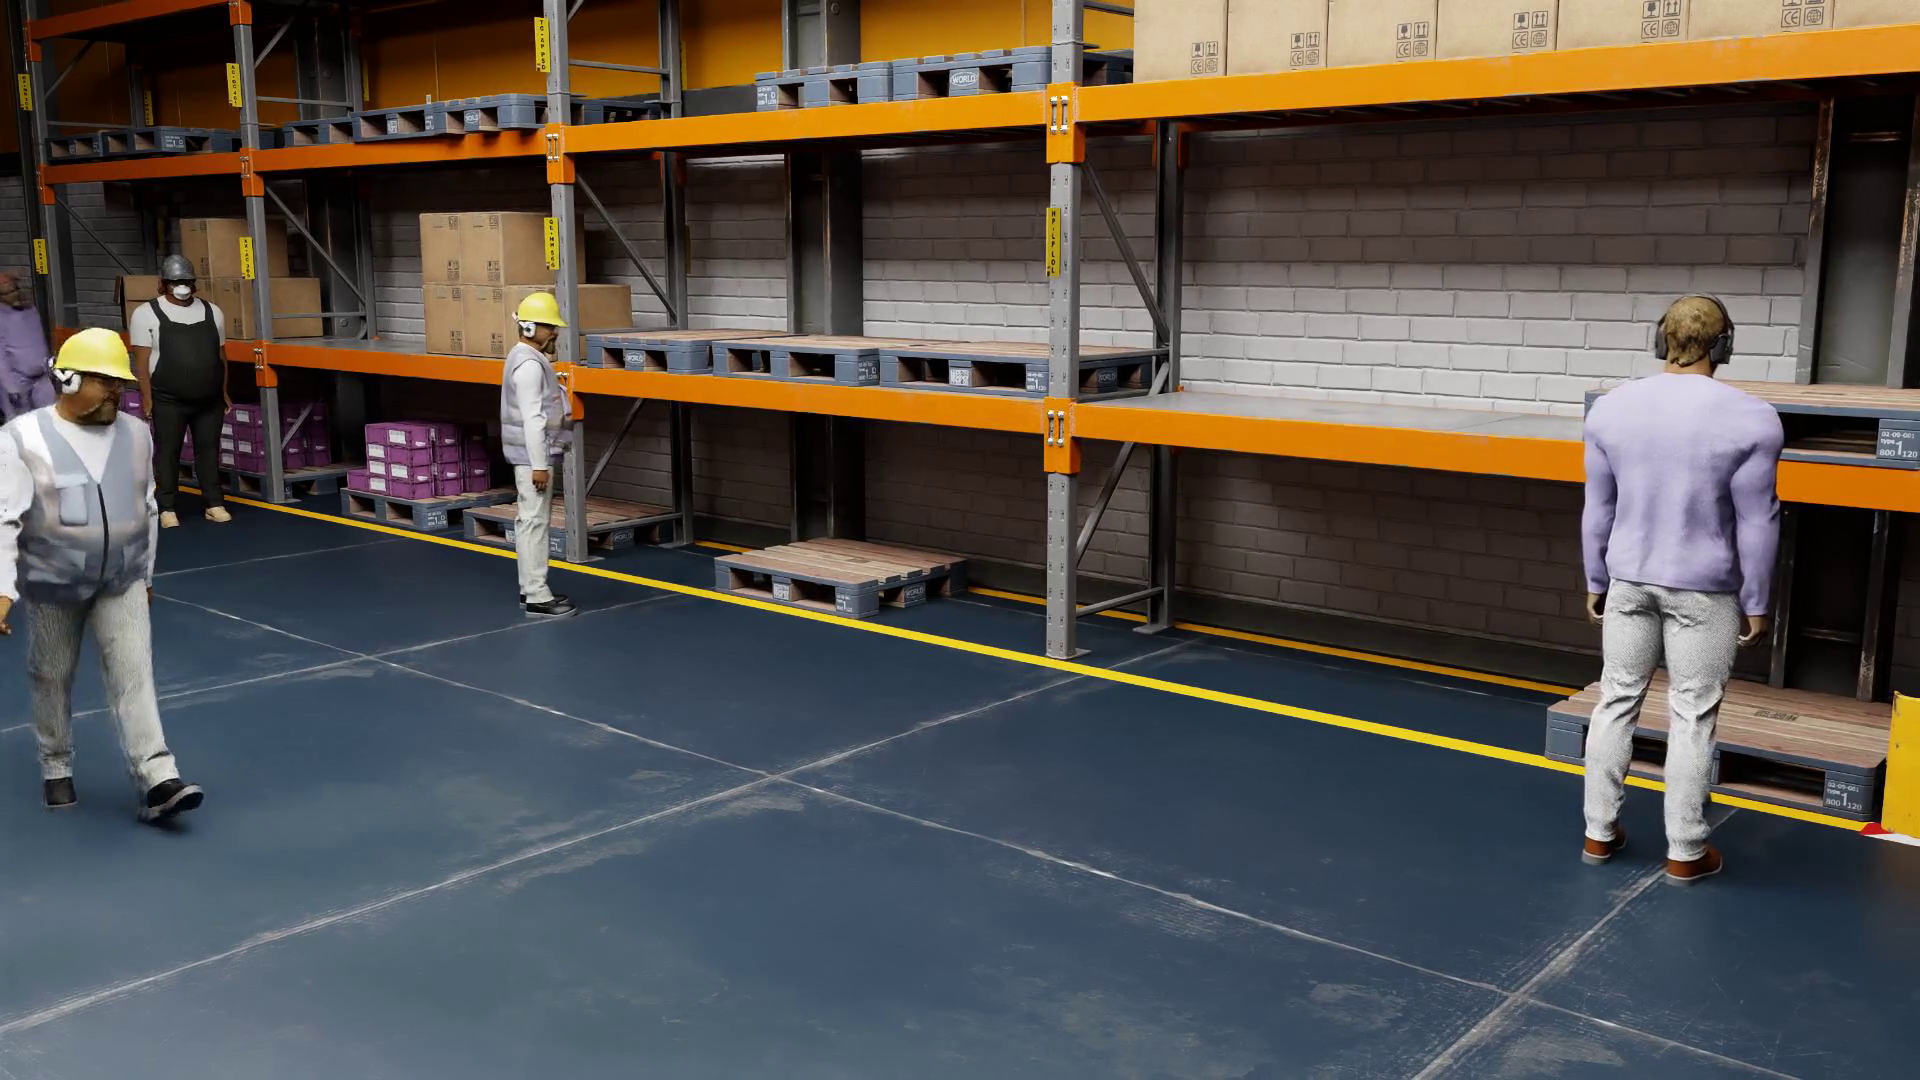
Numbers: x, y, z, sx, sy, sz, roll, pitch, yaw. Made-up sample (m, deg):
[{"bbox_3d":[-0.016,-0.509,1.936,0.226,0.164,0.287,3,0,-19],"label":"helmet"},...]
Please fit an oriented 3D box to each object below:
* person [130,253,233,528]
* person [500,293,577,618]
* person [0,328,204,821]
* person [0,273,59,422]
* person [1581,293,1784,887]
[{"bbox_3d":[-5.770,-1.118,12.446,0.685,2.000,0.535,-10,14,-44],"label":"person"},{"bbox_3d":[-2.386,-0.478,9.421,0.404,1.824,0.591,-3,10,-17],"label":"person"},{"bbox_3d":[-3.140,0.150,5.954,0.916,1.776,0.680,9,13,42],"label":"person"},{"bbox_3d":[-8.092,-1.363,14.377,0.480,1.865,0.738,3,10,16],"label":"person"},{"bbox_3d":[2.343,0.162,5.473,0.628,1.931,0.358,9,14,43],"label":"person"}]
